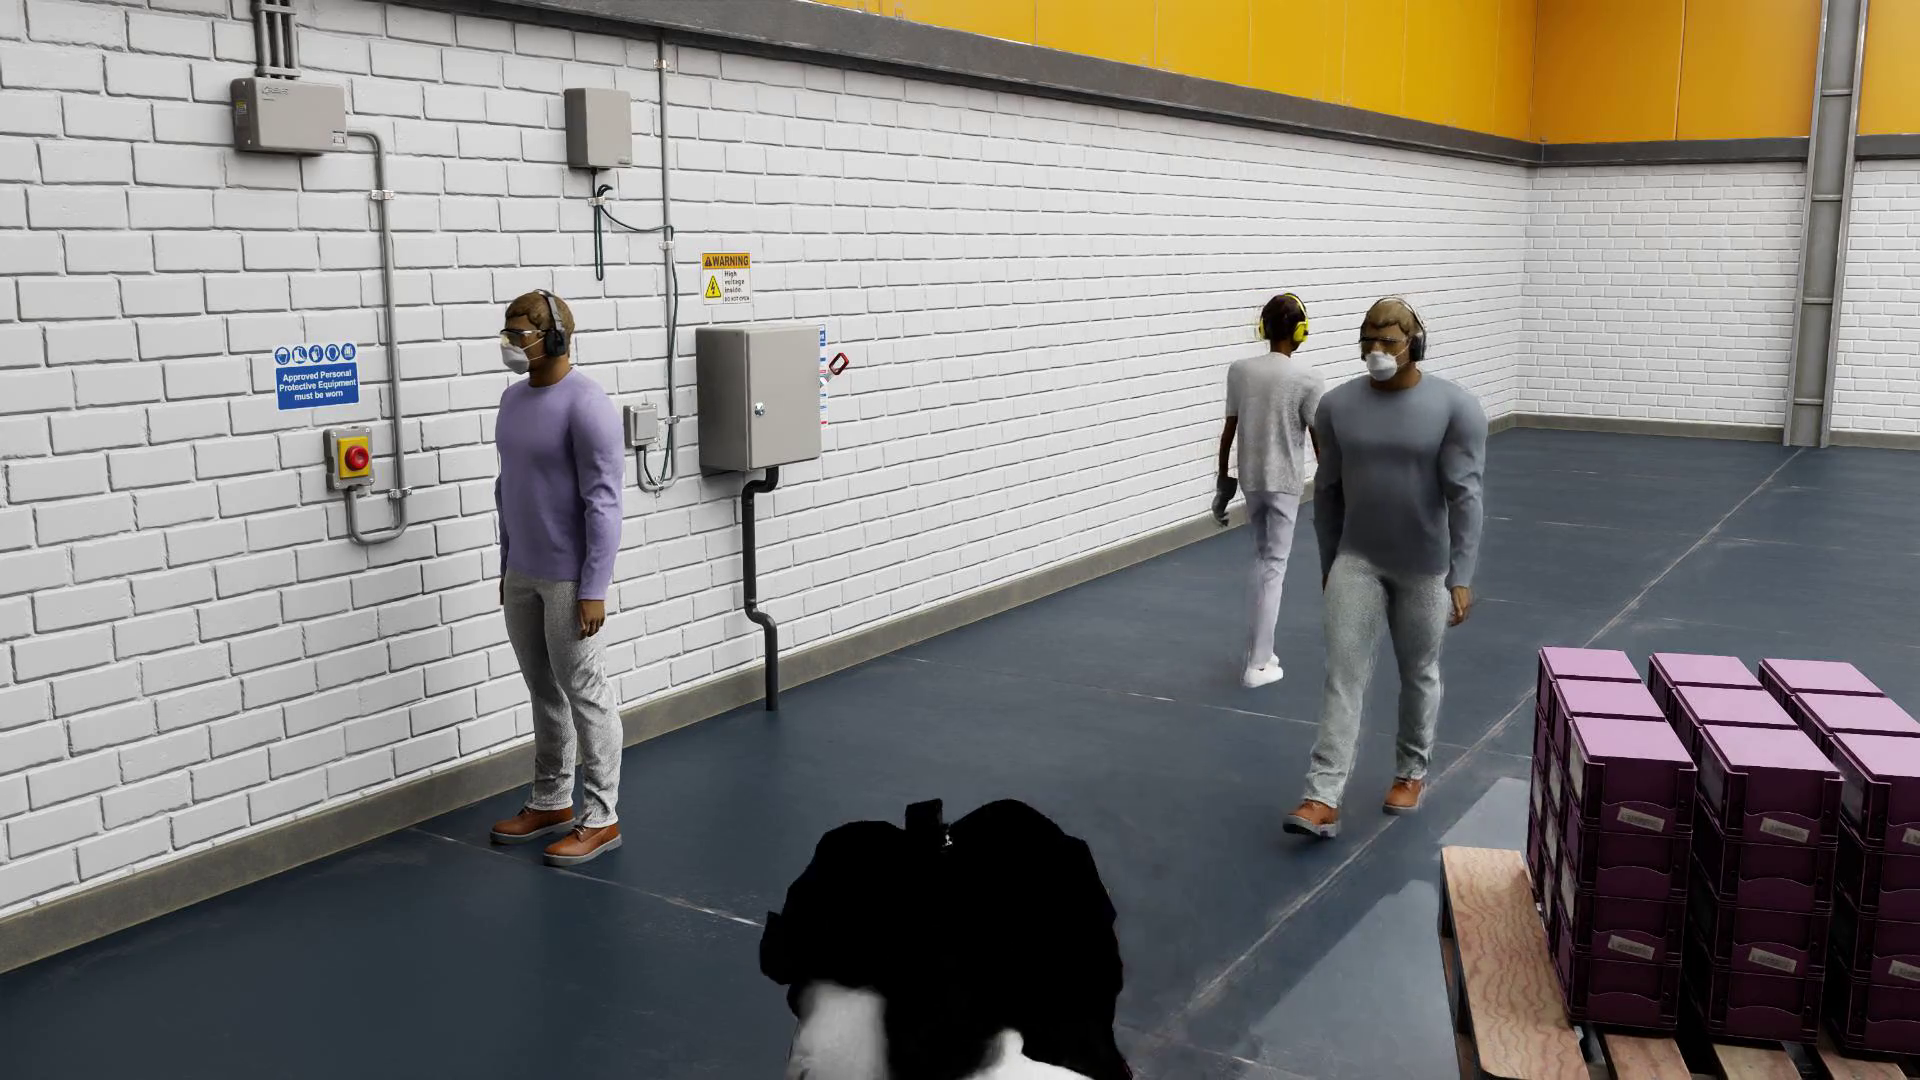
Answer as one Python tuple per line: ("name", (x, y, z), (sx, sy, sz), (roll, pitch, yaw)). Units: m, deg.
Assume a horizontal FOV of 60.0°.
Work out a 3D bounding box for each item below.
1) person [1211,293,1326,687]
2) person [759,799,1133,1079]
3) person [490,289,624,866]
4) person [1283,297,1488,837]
("person", (1.523, -0.238, 7.899), (0.566, 1.849, 0.597), (9, 13, 40))
("person", (-0.005, 1.027, 1.100), (0.970, 1.781, 0.631), (-2, 10, -9))
("person", (-1.379, 0.126, 5.657), (0.630, 1.940, 0.372), (9, 14, 42))
("person", (1.482, 0.114, 5.819), (0.653, 1.891, 0.973), (6, 12, 31))
